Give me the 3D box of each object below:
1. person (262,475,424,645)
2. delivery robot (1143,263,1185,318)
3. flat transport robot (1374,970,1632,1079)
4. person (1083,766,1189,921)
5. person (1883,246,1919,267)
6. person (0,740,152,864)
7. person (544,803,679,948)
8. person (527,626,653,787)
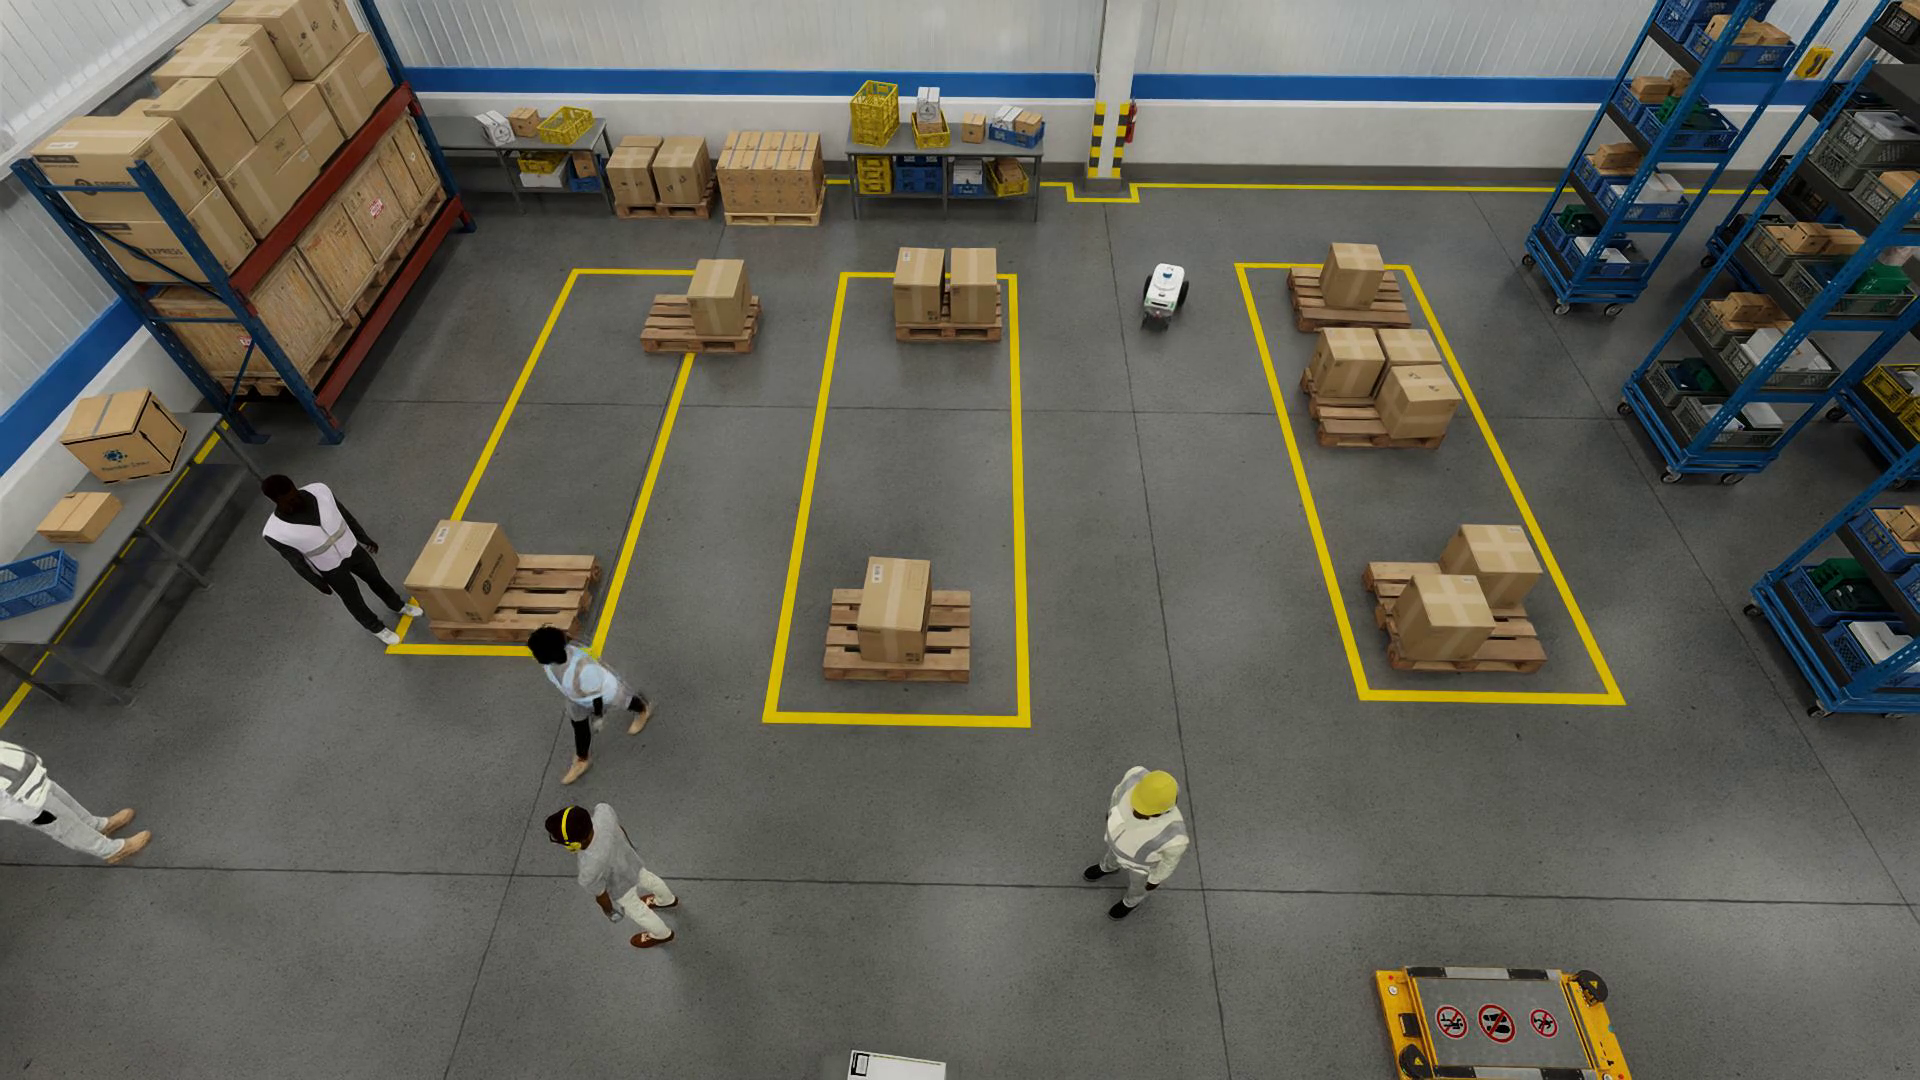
[{"bbox_3d":[-4.962,0.143,7.305,0.396,1.911,0.581,15,52,12],"label":"person"},{"bbox_3d":[2.364,-2.897,10.589,0.477,0.478,0.707,15,52,12],"label":"delivery robot"},{"bbox_3d":[3.501,3.133,5.914,1.431,0.197,0.652,1,51,1],"label":"flat transport robot"},{"bbox_3d":[1.119,1.940,5.883,0.404,1.836,0.597,-22,54,-17],"label":"person"},{"bbox_3d":[11.067,-3.765,10.433,0.611,1.996,0.379,-26,55,-19],"label":"person"},{"bbox_3d":[-6.274,1.662,6.116,0.627,1.833,0.429,36,59,26],"label":"person"},{"bbox_3d":[-2.141,2.104,5.739,0.327,1.862,0.500,1,51,1],"label":"person"},{"bbox_3d":[-2.734,1.154,6.640,0.543,1.642,0.865,18,53,14],"label":"person"}]
